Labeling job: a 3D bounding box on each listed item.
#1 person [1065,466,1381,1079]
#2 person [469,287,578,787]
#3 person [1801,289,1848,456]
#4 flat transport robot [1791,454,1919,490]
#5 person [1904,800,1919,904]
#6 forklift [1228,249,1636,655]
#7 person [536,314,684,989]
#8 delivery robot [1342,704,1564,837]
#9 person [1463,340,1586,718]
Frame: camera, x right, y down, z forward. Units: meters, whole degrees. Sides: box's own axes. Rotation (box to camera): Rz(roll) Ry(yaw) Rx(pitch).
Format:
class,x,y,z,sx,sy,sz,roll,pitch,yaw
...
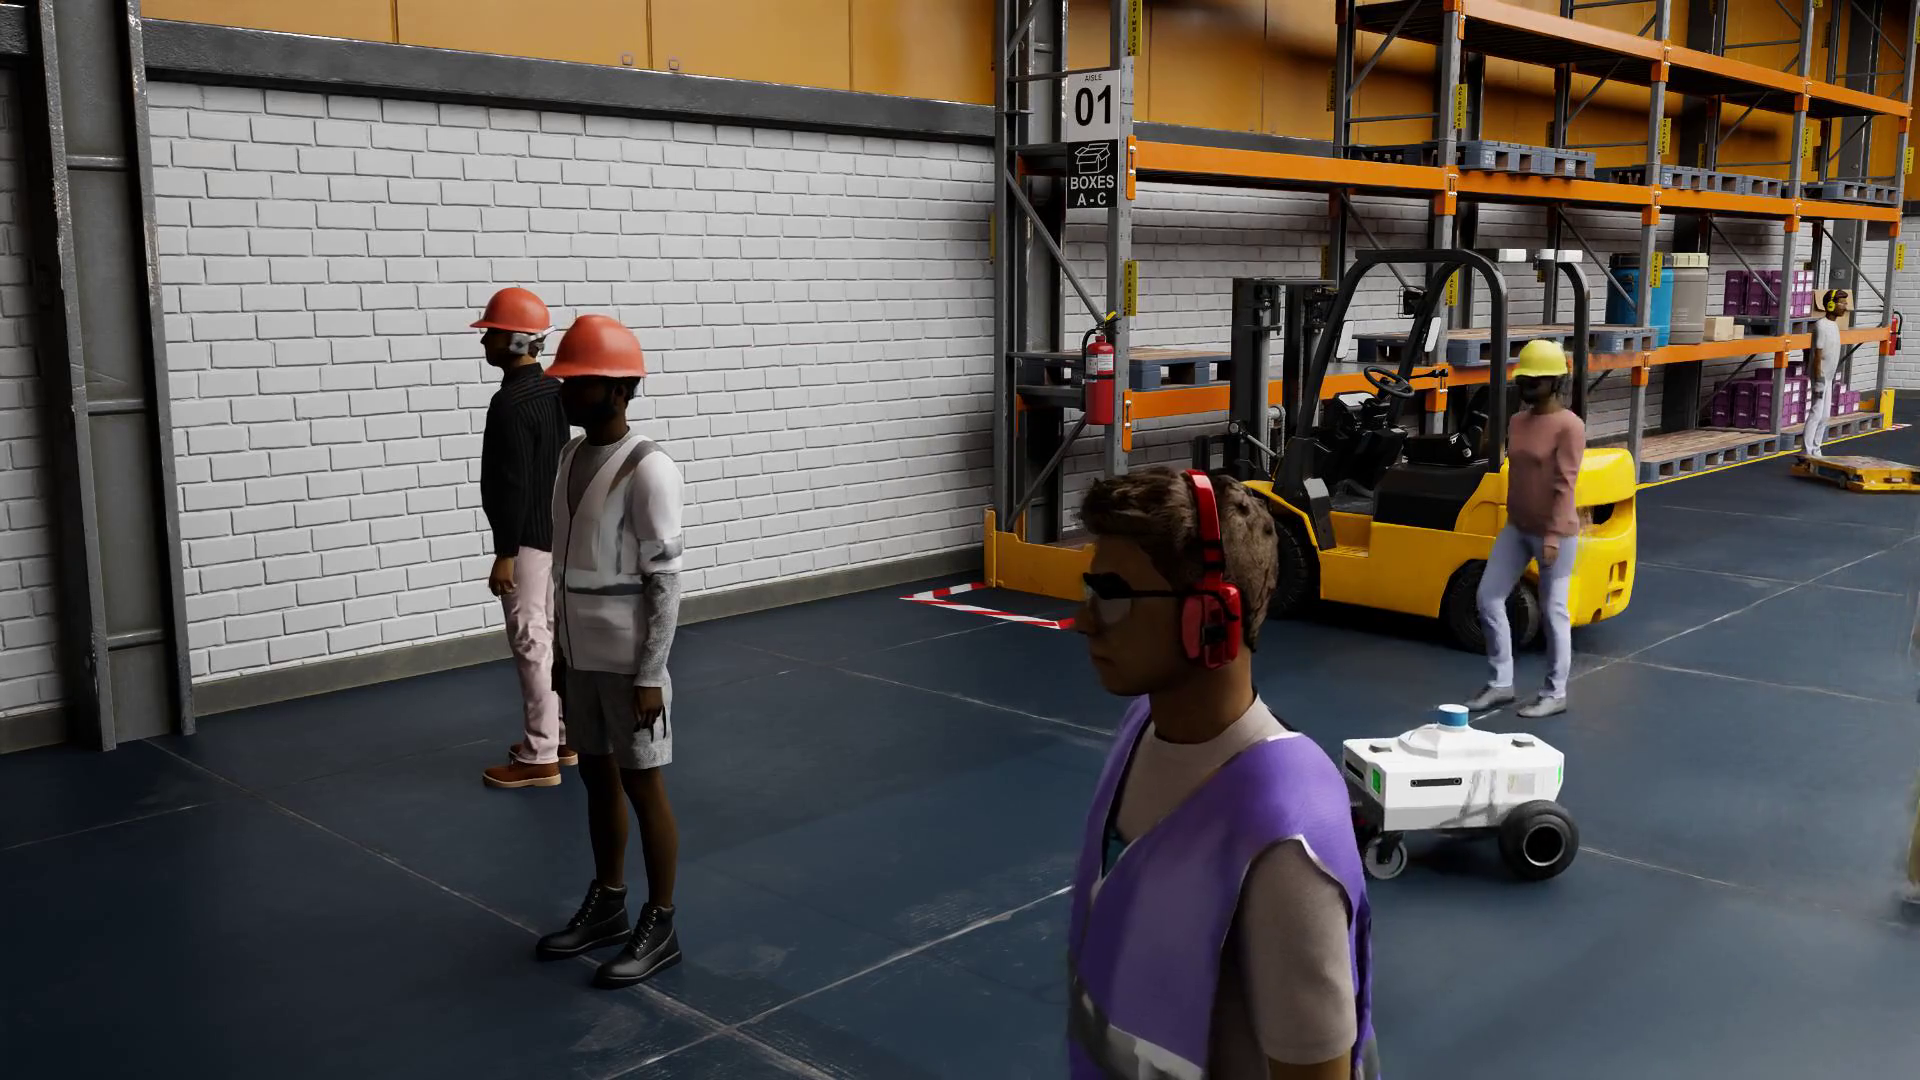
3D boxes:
class,x,y,z,sx,sy,sz,roll,pitch,yaw
person,0.311,0.826,2.042,0.387,1.845,0.565,-2,9,-10
person,-1.740,-0.010,6.701,0.370,1.996,0.622,1,9,5
person,8.974,-1.661,17.261,0.322,1.861,0.514,9,13,43
flat transport robot,8.619,-0.652,15.920,0.652,0.197,1.431,0,9,2
person,3.265,0.416,5.225,0.469,1.614,0.536,7,12,37
forklift,2.710,-0.584,9.626,2.313,2.155,1.214,9,13,43
person,-1.028,0.321,4.849,0.545,1.942,0.350,9,13,43
delivery robot,1.701,0.815,5.773,0.707,0.478,0.477,-1,9,-7
person,2.586,-0.029,7.580,0.592,1.748,0.531,-4,10,-23
